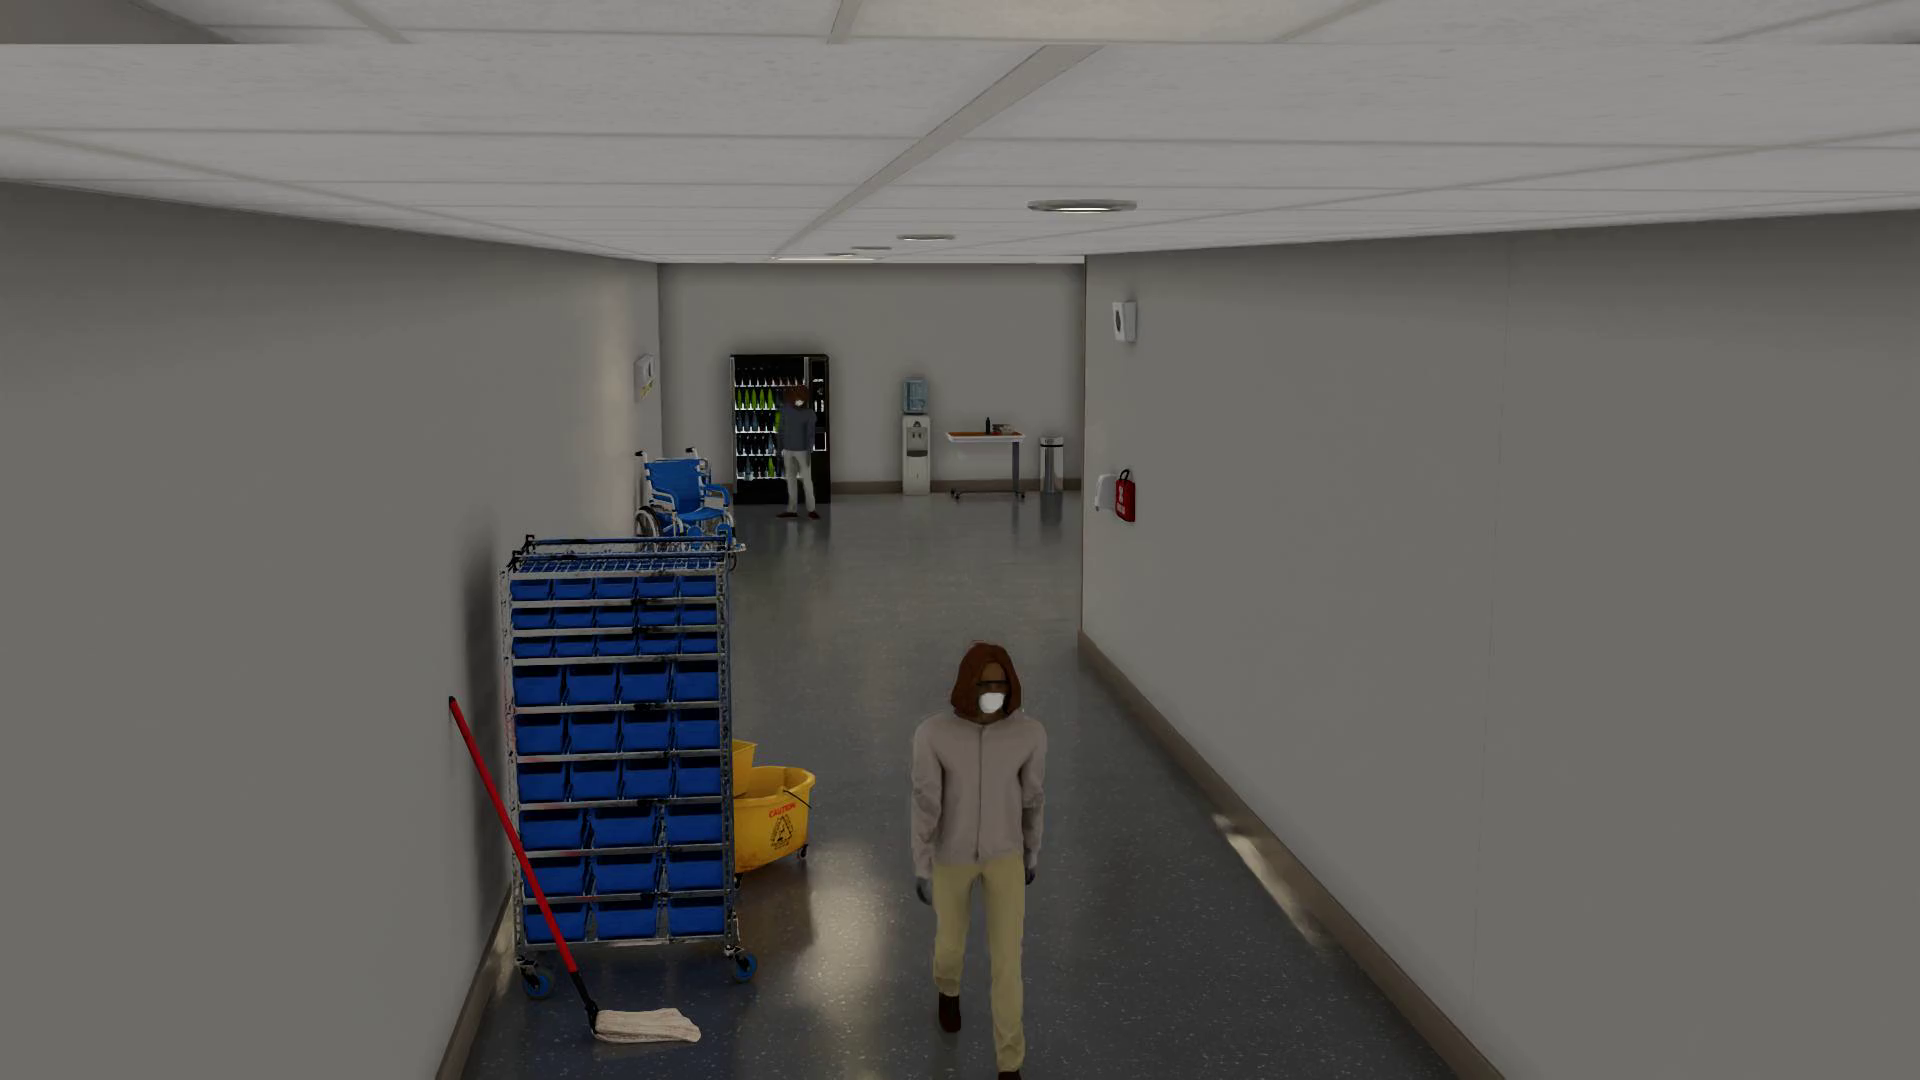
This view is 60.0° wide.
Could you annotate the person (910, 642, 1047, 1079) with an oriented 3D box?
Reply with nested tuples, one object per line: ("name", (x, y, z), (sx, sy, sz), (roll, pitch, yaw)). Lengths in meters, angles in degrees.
("person", (0.061, 1.134, 6.039), (0.500, 1.591, 0.856), (-1, 9, -6))

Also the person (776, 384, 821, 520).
("person", (-1.946, -1.025, 19.477), (0.598, 1.611, 0.314), (5, 10, 29))
